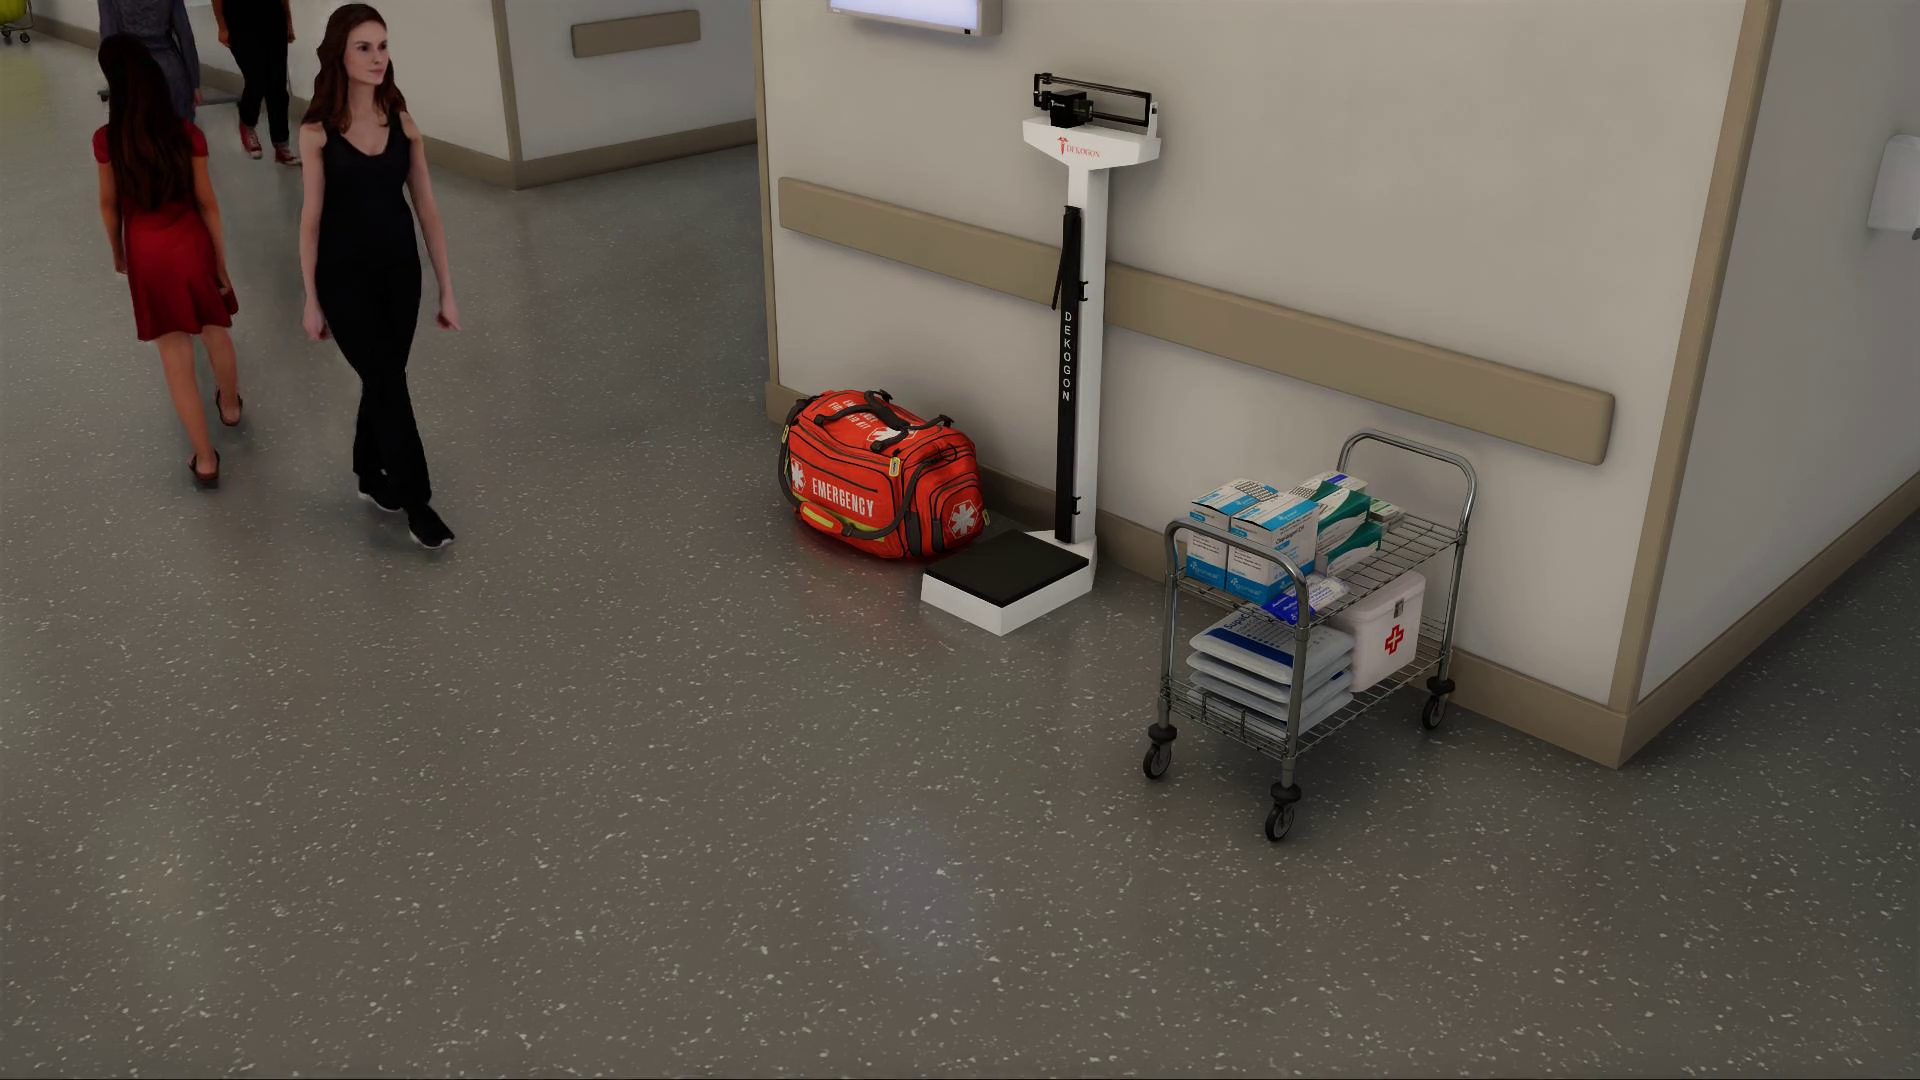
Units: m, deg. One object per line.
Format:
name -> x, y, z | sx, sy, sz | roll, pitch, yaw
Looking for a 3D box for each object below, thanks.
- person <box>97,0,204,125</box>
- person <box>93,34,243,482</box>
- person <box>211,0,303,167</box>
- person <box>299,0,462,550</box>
person -> -3.977, -2.225, 8.274 | 0.650, 1.701, 0.716 | -19, 32, -34
person -> -2.766, -0.947, 5.839 | 0.713, 1.513, 1.024 | -13, 29, -25
person -> -4.375, -3.185, 10.204 | 0.755, 1.753, 0.681 | 19, 32, 34
person -> -1.957, -0.842, 5.402 | 0.903, 1.705, 0.610 | 22, 33, 38
